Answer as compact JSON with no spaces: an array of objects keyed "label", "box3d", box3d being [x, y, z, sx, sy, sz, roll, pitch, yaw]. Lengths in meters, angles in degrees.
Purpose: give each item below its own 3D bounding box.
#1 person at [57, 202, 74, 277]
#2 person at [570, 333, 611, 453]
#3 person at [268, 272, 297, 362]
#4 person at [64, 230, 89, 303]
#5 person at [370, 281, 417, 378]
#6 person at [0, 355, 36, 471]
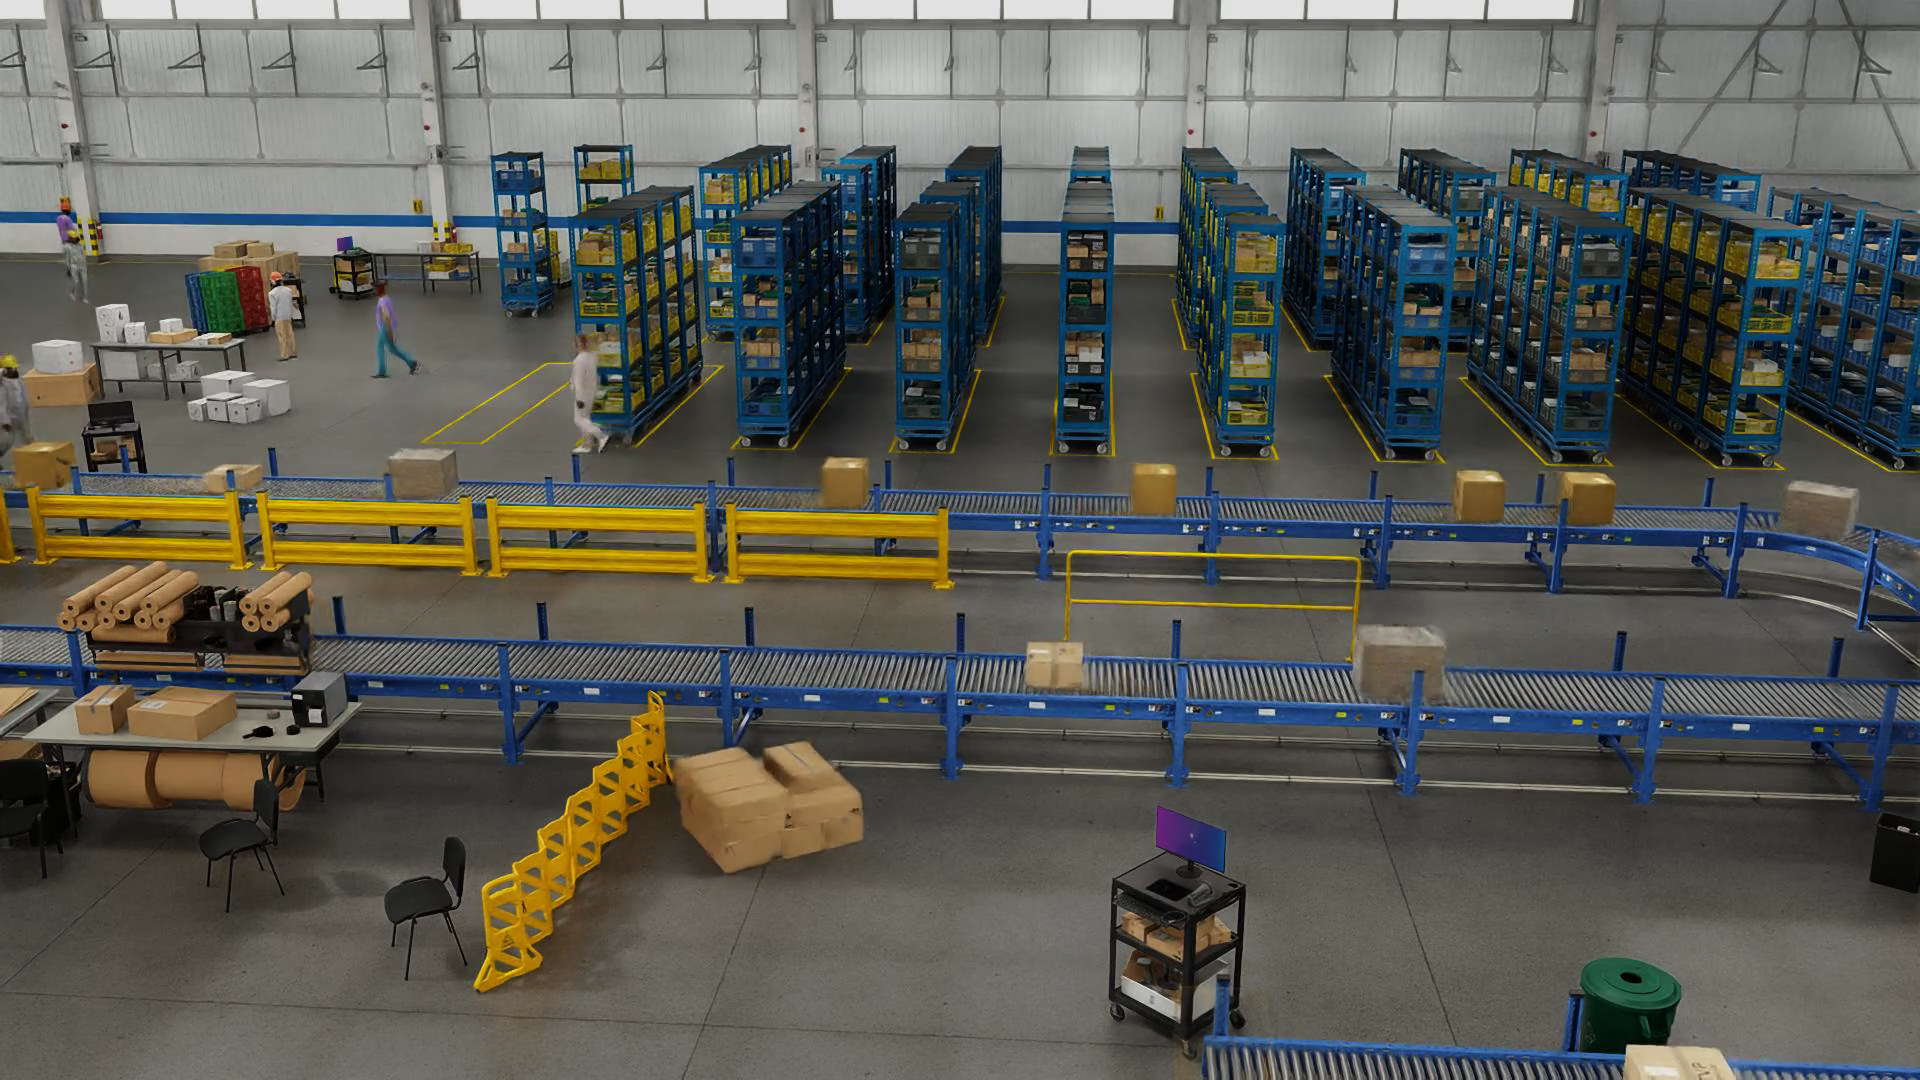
[{"label":"person","box3d":[-23.055,-7.775,43.067,0.551,1.935,0.376,11,21,31]},{"label":"person","box3d":[-5.712,-2.236,25.570,0.602,1.889,0.654,3,18,8]},{"label":"person","box3d":[-13.300,-4.375,32.573,0.343,1.749,0.573,7,19,20]},{"label":"person","box3d":[-20.788,-6.444,39.180,0.392,1.731,0.487,10,20,30]},{"label":"person","box3d":[-10.663,-3.938,31.083,0.778,1.820,0.579,-4,18,-12]},{"label":"person","box3d":[-13.993,-1.844,24.473,0.826,1.804,0.600,1,18,4]}]
